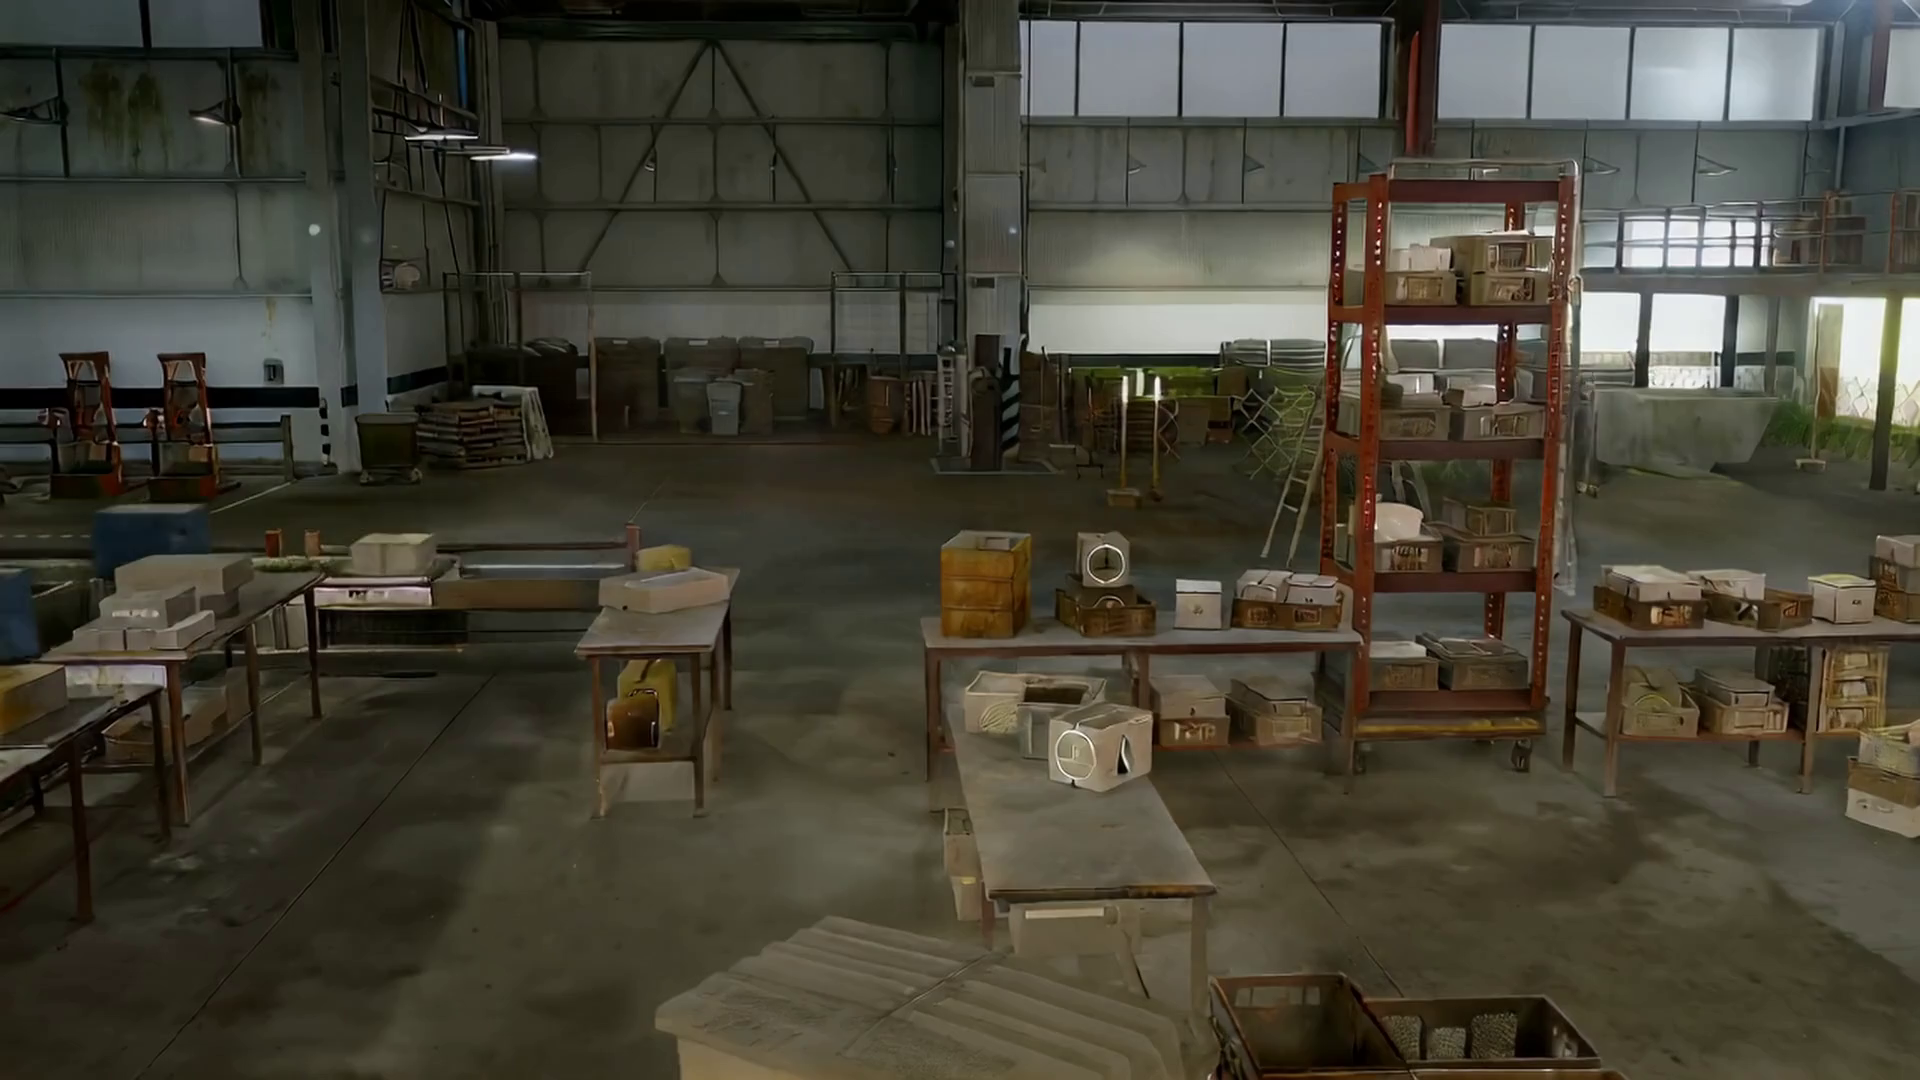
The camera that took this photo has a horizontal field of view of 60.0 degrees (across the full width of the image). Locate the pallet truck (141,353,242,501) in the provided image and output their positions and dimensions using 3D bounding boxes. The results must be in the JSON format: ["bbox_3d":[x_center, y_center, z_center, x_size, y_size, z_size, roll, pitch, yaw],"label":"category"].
[{"bbox_3d":[-10.520,-1.604,22.925,0.823,1.965,1.885,-1,9,-6],"label":"pallet truck"}]

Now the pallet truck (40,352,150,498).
[{"bbox_3d":[-11.907,-1.642,23.165,0.823,1.965,1.885,0,9,0],"label":"pallet truck"}]

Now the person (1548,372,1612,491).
[{"bbox_3d":[8.716,-1.511,23.322,0.932,1.673,0.487,1,9,6],"label":"person"}]

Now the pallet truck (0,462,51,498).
[{"bbox_3d":[-13.193,-1.293,23.148,0.653,1.274,1.630,-1,9,-4],"label":"pallet truck"}]
